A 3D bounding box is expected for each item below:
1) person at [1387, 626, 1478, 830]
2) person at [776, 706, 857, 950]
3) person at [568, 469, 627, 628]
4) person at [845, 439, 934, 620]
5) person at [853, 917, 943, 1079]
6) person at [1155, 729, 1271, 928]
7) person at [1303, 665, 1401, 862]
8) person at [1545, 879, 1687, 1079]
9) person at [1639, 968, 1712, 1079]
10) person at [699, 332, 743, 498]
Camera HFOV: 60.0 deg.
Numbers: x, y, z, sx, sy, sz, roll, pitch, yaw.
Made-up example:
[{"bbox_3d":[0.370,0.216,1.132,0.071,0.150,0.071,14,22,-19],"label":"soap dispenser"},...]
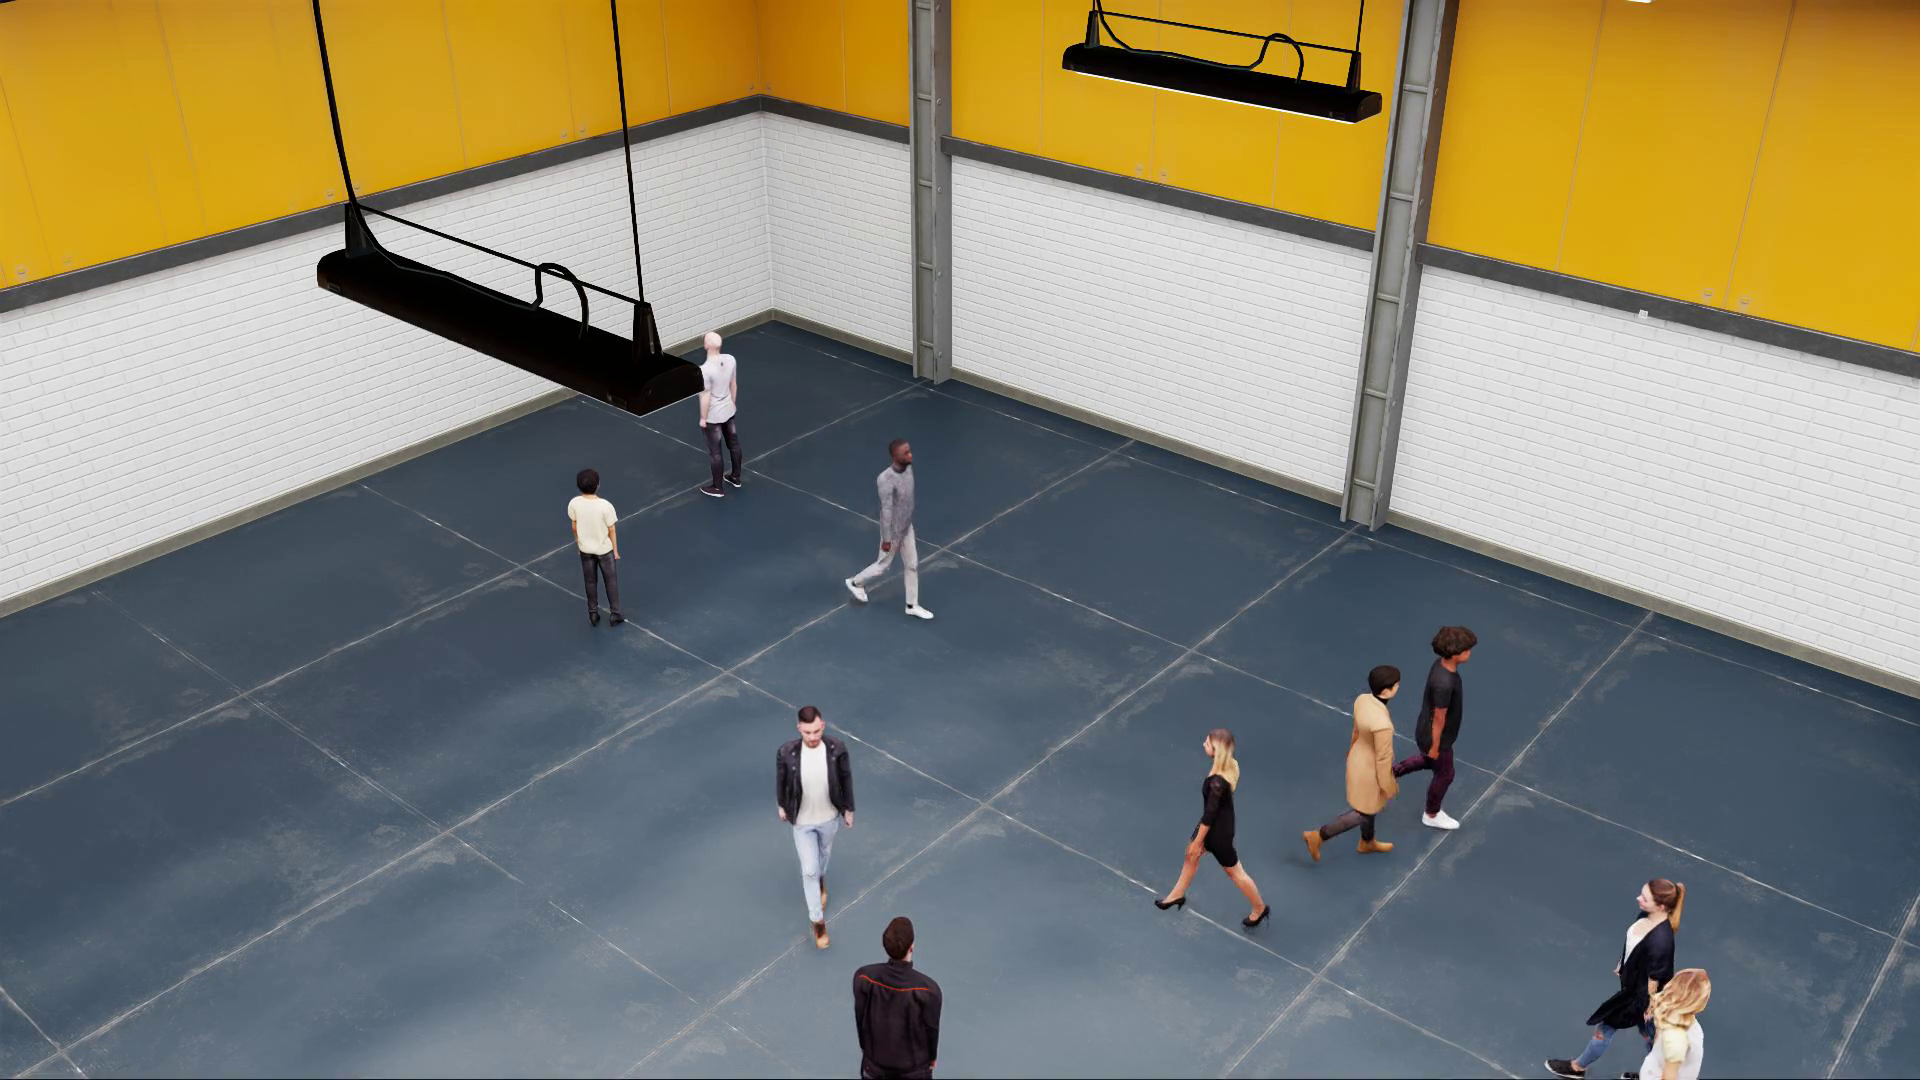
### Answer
[{"bbox_3d":[3.571,1.424,12.692,1.034,1.765,0.859,7,29,12],"label":"person"},{"bbox_3d":[-1.032,1.897,11.789,1.072,1.800,1.206,-7,29,-12],"label":"person"},{"bbox_3d":[-3.354,0.076,15.349,0.597,1.587,0.716,4,29,6],"label":"person"},{"bbox_3d":[-0.682,-0.117,15.479,1.203,1.802,0.859,14,32,24],"label":"person"},{"bbox_3d":[-0.364,2.985,9.680,0.686,1.909,0.824,6,29,12],"label":"person"},{"bbox_3d":[1.896,2.070,11.646,1.131,1.632,0.897,7,29,12],"label":"person"},{"bbox_3d":[2.939,1.683,12.282,1.081,1.704,1.021,-3,29,-5],"label":"person"},{"bbox_3d":[4.322,2.805,10.278,1.045,1.652,0.844,10,30,17],"label":"person"},{"bbox_3d":[3.942,3.155,9.584,1.045,1.703,0.861,10,30,18],"label":"person"},{"bbox_3d":[-2.577,-1.360,17.719,0.580,1.838,0.662,20,34,32],"label":"person"}]
